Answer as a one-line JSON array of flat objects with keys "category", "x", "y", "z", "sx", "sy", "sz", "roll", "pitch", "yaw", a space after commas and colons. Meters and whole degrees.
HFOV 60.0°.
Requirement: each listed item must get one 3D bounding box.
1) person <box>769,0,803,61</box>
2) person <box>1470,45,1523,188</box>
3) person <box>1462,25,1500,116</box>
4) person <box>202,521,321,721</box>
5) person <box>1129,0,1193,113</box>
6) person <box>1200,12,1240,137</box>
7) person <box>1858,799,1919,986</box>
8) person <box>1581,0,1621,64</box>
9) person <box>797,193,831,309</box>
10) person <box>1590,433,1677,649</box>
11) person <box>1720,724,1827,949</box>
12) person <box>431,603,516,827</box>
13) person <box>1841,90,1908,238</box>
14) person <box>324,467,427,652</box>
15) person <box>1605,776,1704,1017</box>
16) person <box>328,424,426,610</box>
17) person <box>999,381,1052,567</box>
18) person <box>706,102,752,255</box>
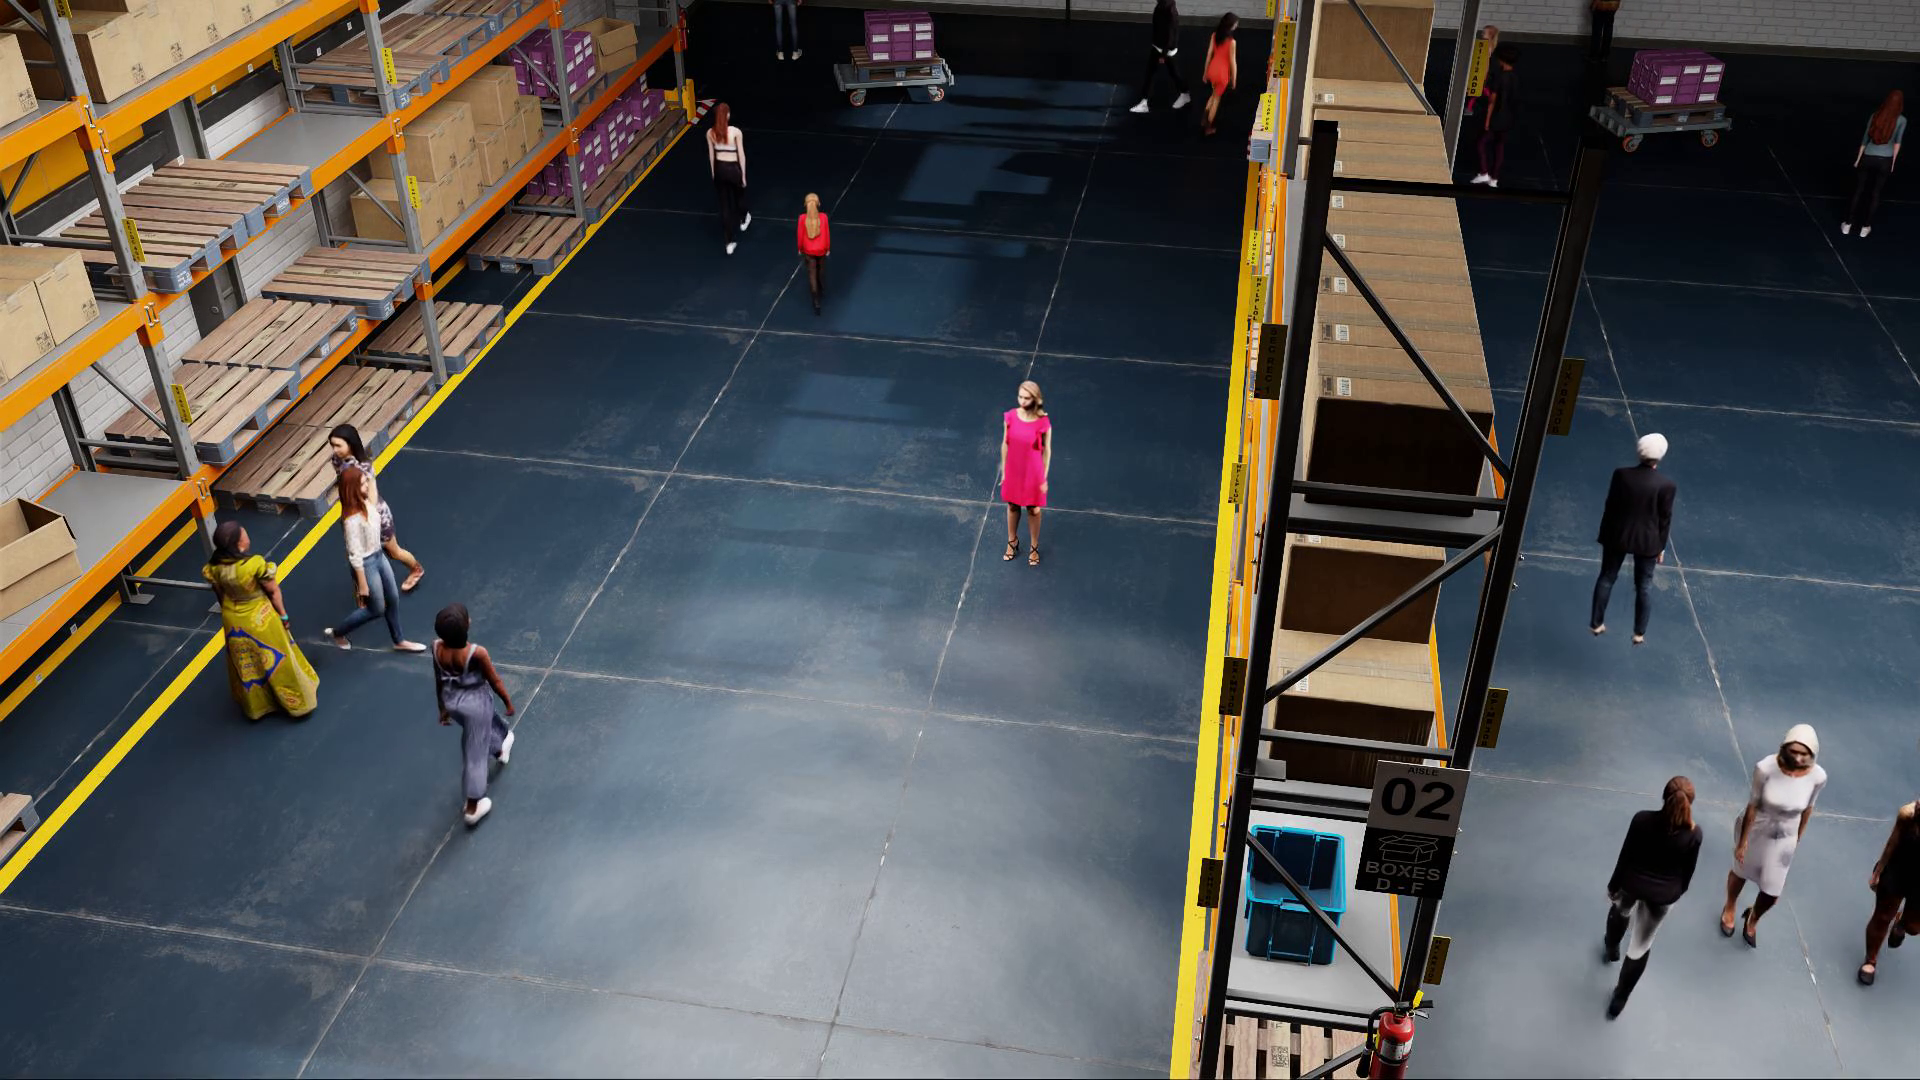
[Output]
[{"category": "person", "x": -2.674, "y": -8.254, "z": 25.251, "sx": 0.718, "sy": 1.854, "sz": 0.650, "roll": -2, "pitch": 34, "yaw": -3}, {"category": "person", "x": 6.815, "y": -5.270, "z": 20.846, "sx": 0.802, "sy": 1.760, "sz": 0.845, "roll": -18, "pitch": 37, "yaw": -25}, {"category": "person", "x": 7.341, "y": -6.576, "z": 23.268, "sx": 0.667, "sy": 1.254, "sz": 0.816, "roll": -2, "pitch": 34, "yaw": -3}, {"category": "person", "x": -5.140, "y": 0.587, "z": 12.128, "sx": 0.870, "sy": 1.658, "sz": 0.792, "roll": 2, "pitch": 34, "yaw": 3}, {"category": "person", "x": 2.943, "y": -6.846, "z": 23.205, "sx": 1.256, "sy": 1.773, "sz": 1.248, "roll": -18, "pitch": 38, "yaw": -25}, {"category": "person", "x": 3.432, "y": -6.201, "z": 22.299, "sx": 0.739, "sy": 1.702, "sz": 0.783, "roll": 27, "pitch": 42, "yaw": 35}, {"category": "person", "x": 5.765, "y": 1.967, "z": 10.040, "sx": 0.714, "sy": 1.668, "sz": 0.825, "roll": 19, "pitch": 38, "yaw": 26}, {"category": "person", "x": 9.794, "y": -8.161, "z": 25.155, "sx": 0.810, "sy": 1.805, "sz": 0.819, "roll": -9, "pitch": 35, "yaw": -13}, {"category": "person", "x": -1.579, "y": -3.125, "z": 18.070, "sx": 0.709, "sy": 1.261, "sz": 0.959, "roll": -6, "pitch": 34, "yaw": -9}, {"category": "person", "x": 4.928, "y": 0.010, "z": 12.104, "sx": 0.826, "sy": 1.776, "sz": 0.739, "roll": 23, "pitch": 40, "yaw": 30}, {"category": "person", "x": 4.972, "y": 1.759, "z": 10.297, "sx": 0.585, "sy": 1.732, "sz": 0.603, "roll": 8, "pitch": 34, "yaw": 11}, {"category": "person", "x": -3.342, "y": 1.201, "z": 11.206, "sx": 0.688, "sy": 1.655, "sz": 1.091, "roll": 9, "pitch": 35, "yaw": 14}, {"category": "person", "x": 10.808, "y": -4.450, "z": 19.631, "sx": 0.642, "sy": 1.739, "sz": 0.642, "roll": 20, "pitch": 38, "yaw": 27}, {"category": "person", "x": -4.568, "y": 0.205, "z": 12.656, "sx": 0.785, "sy": 1.708, "sz": 0.927, "roll": -1, "pitch": 34, "yaw": -2}, {"category": "person", "x": 4.014, "y": 2.131, "z": 9.757, "sx": 0.742, "sy": 1.710, "sz": 0.971, "roll": 14, "pitch": 36, "yaw": 20}, {"category": "person", "x": -4.644, "y": -0.186, "z": 13.258, "sx": 0.740, "sy": 1.693, "sz": 1.161, "roll": 14, "pitch": 36, "yaw": 20}, {"category": "person", "x": 0.551, "y": -0.567, "z": 13.800, "sx": 0.614, "sy": 1.728, "sz": 0.596, "roll": 13, "pitch": 36, "yaw": 18}, {"category": "person", "x": -2.702, "y": -4.144, "z": 19.199, "sx": 0.649, "sy": 1.709, "sz": 1.101, "roll": 4, "pitch": 34, "yaw": 6}]
